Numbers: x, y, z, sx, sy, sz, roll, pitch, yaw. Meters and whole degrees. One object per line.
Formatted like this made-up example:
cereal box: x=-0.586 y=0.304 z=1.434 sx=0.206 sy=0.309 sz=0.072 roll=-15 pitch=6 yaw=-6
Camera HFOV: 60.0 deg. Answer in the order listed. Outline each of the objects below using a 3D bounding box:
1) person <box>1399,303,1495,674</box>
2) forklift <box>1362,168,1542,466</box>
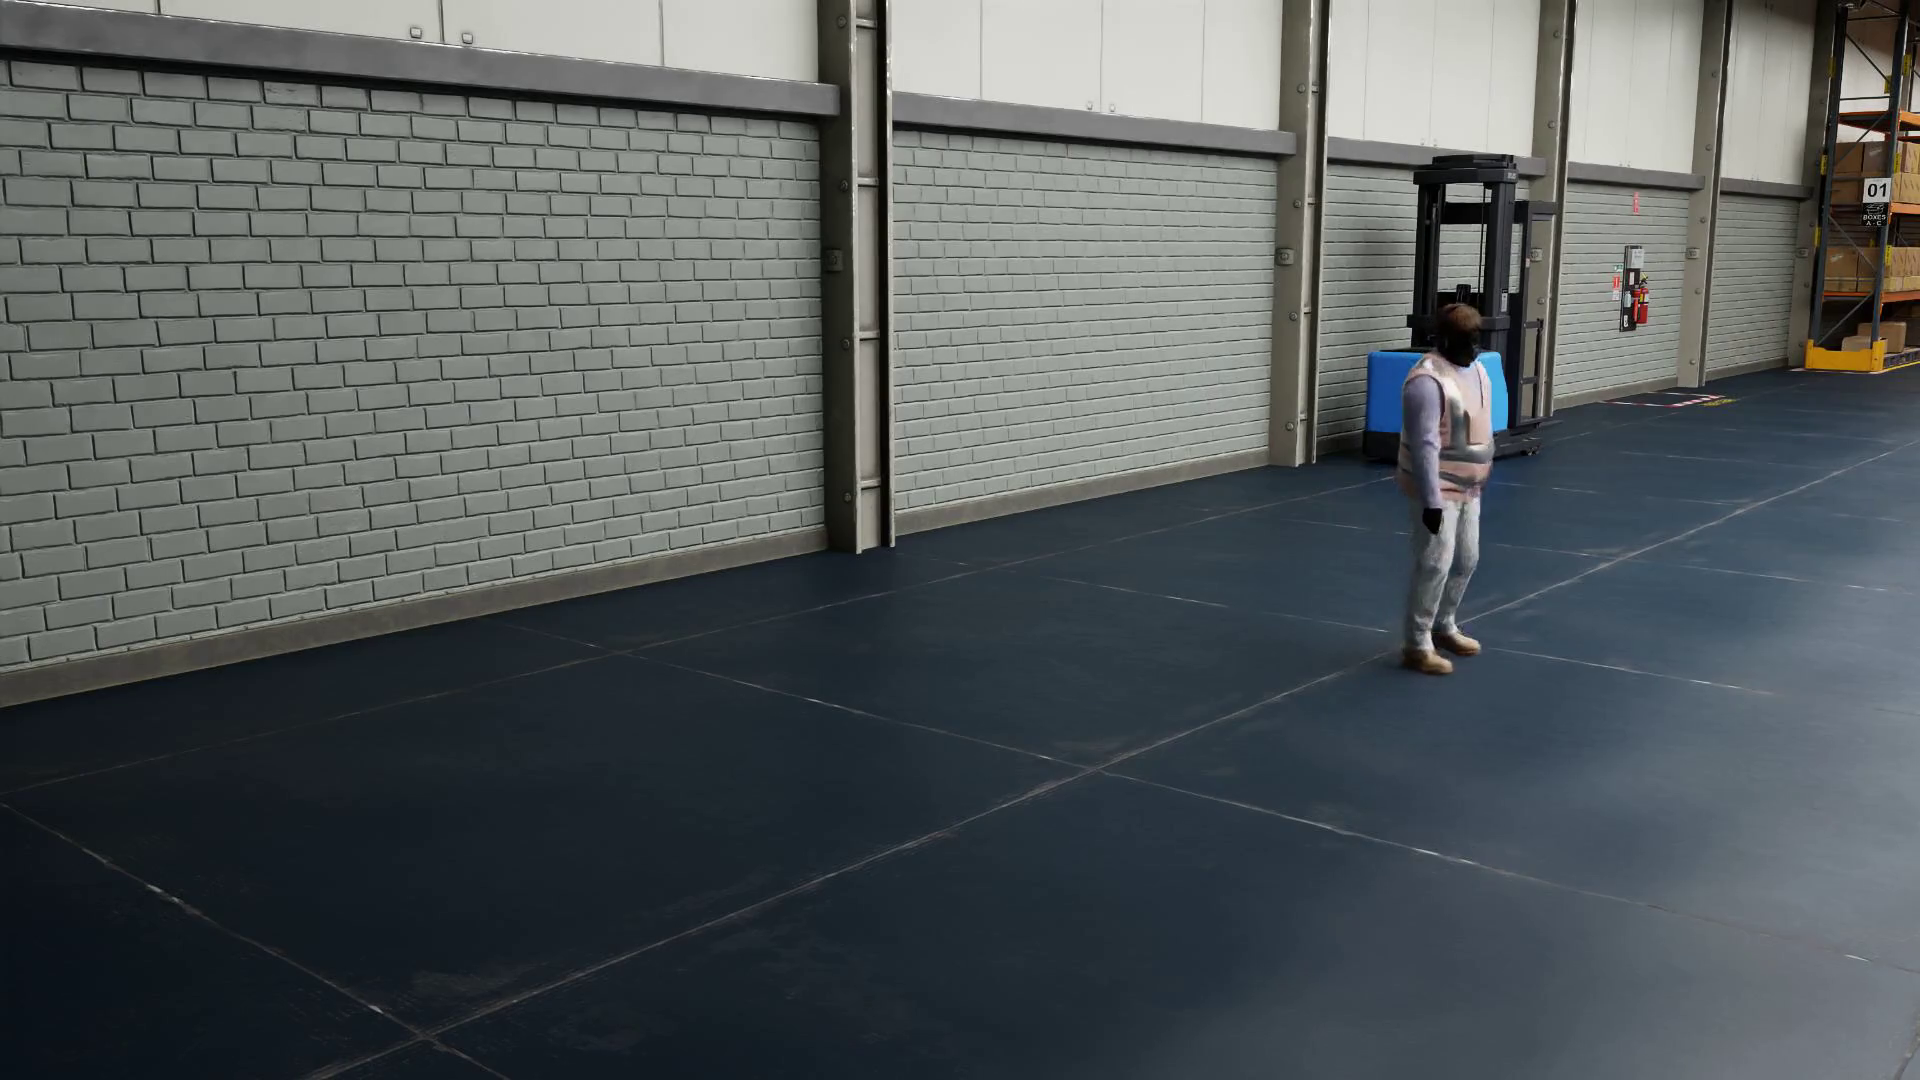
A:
person: x=2.347 y=-0.240 z=8.022 sx=0.437 sy=1.802 sz=0.693 roll=8 pitch=13 yaw=40
forklift: x=4.875 y=-2.212 z=16.287 sx=1.129 sy=2.768 sz=1.873 roll=8 pitch=13 yaw=40
